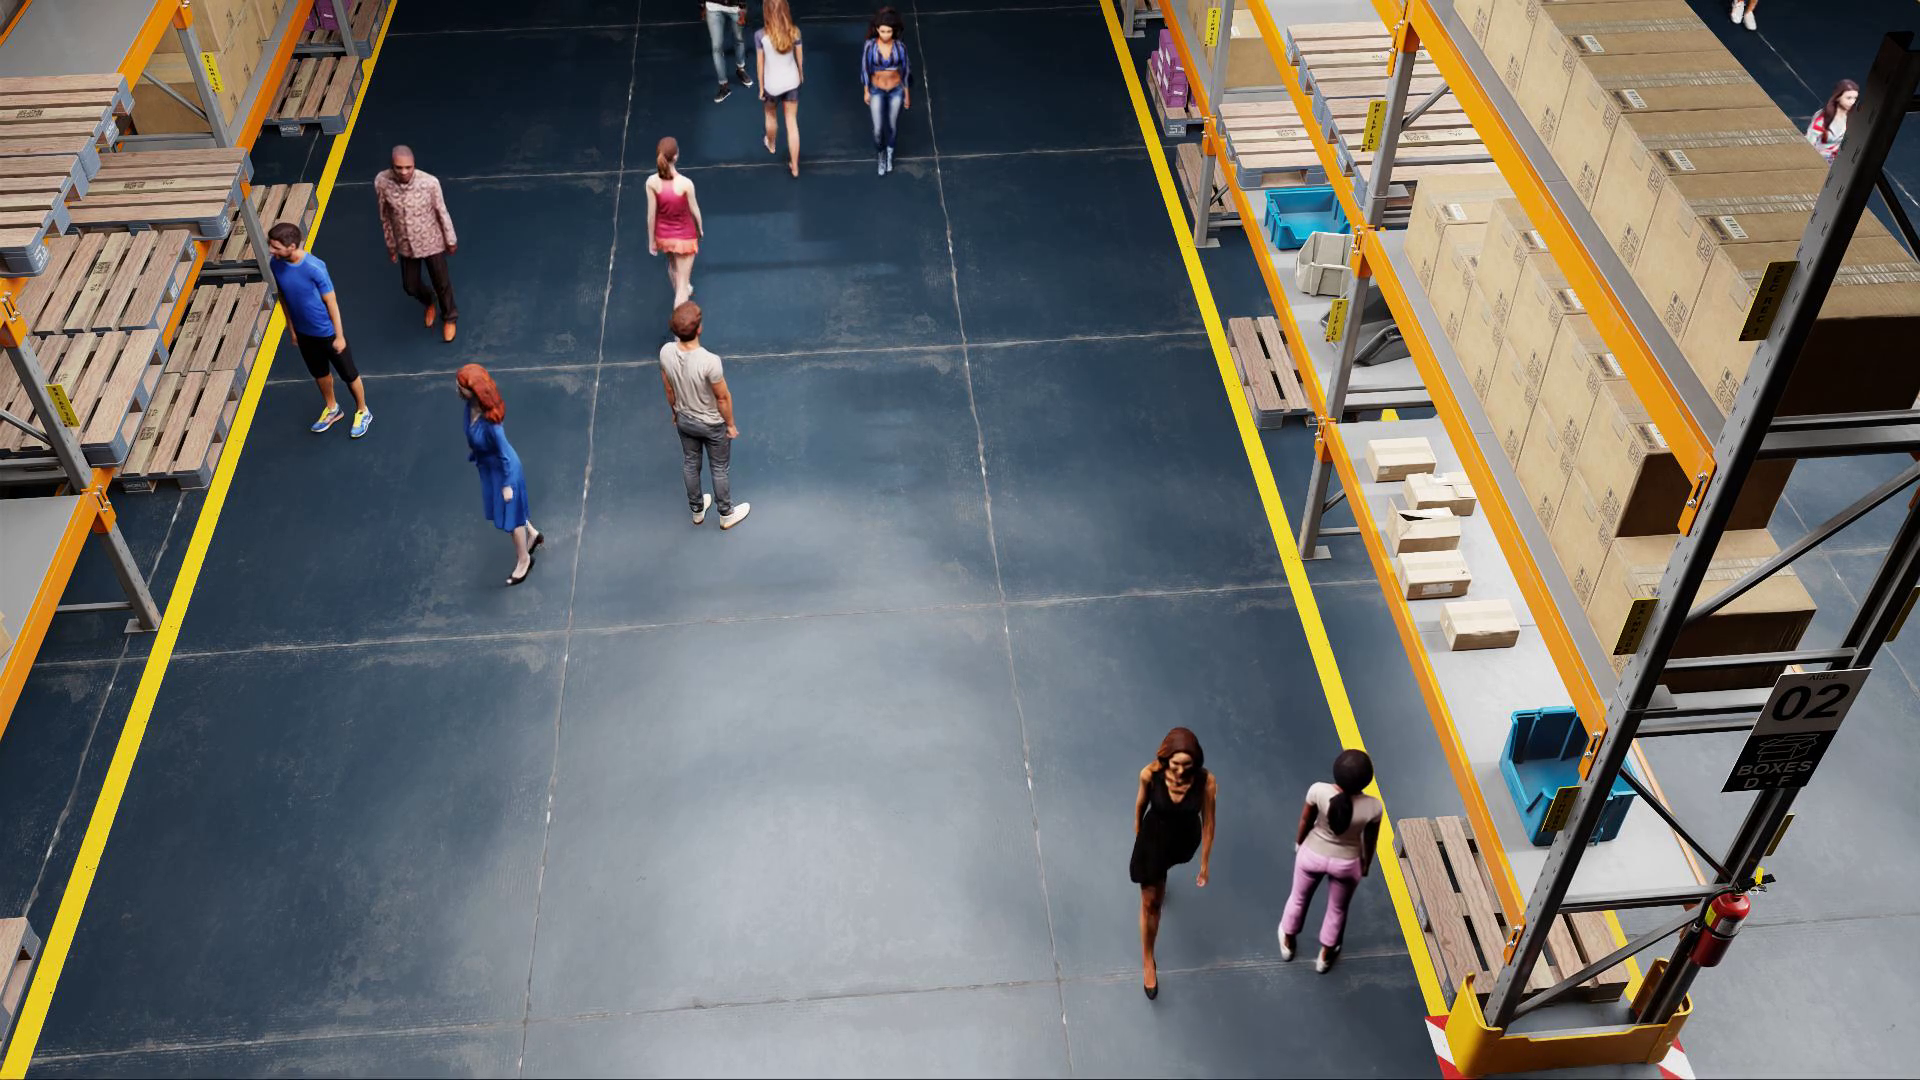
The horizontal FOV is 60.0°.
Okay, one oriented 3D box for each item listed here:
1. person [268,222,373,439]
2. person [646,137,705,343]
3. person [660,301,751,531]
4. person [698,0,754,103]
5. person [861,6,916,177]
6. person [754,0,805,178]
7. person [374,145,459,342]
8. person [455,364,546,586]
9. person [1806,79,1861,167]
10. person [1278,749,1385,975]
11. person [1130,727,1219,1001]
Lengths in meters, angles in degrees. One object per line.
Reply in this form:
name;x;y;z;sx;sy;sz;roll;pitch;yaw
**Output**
person;-4.785;-1.593;12.414;0.686;1.866;0.683;11;45;11
person;-2.299;-2.351;13.311;0.744;1.725;1.012;7;44;8
person;-1.810;-0.853;11.614;0.731;1.898;0.712;14;45;15
person;-2.300;-5.318;16.382;0.659;1.785;0.927;-11;45;-11
person;-0.676;-4.142;15.275;0.623;1.609;0.593;-3;44;-4
person;-1.610;-4.102;15.166;0.717;1.703;0.948;-12;45;-12
person;-4.330;-2.445;13.366;0.712;1.785;0.729;1;44;1
person;-3.084;-0.456;11.247;0.803;1.829;0.711;-23;48;-23
person;7.322;-3.250;14.347;0.577;1.598;0.825;-4;44;-4
person;2.007;1.725;9.023;0.651;1.738;0.665;14;45;15
person;1.156;1.580;9.140;0.696;1.787;1.156;2;44;3
